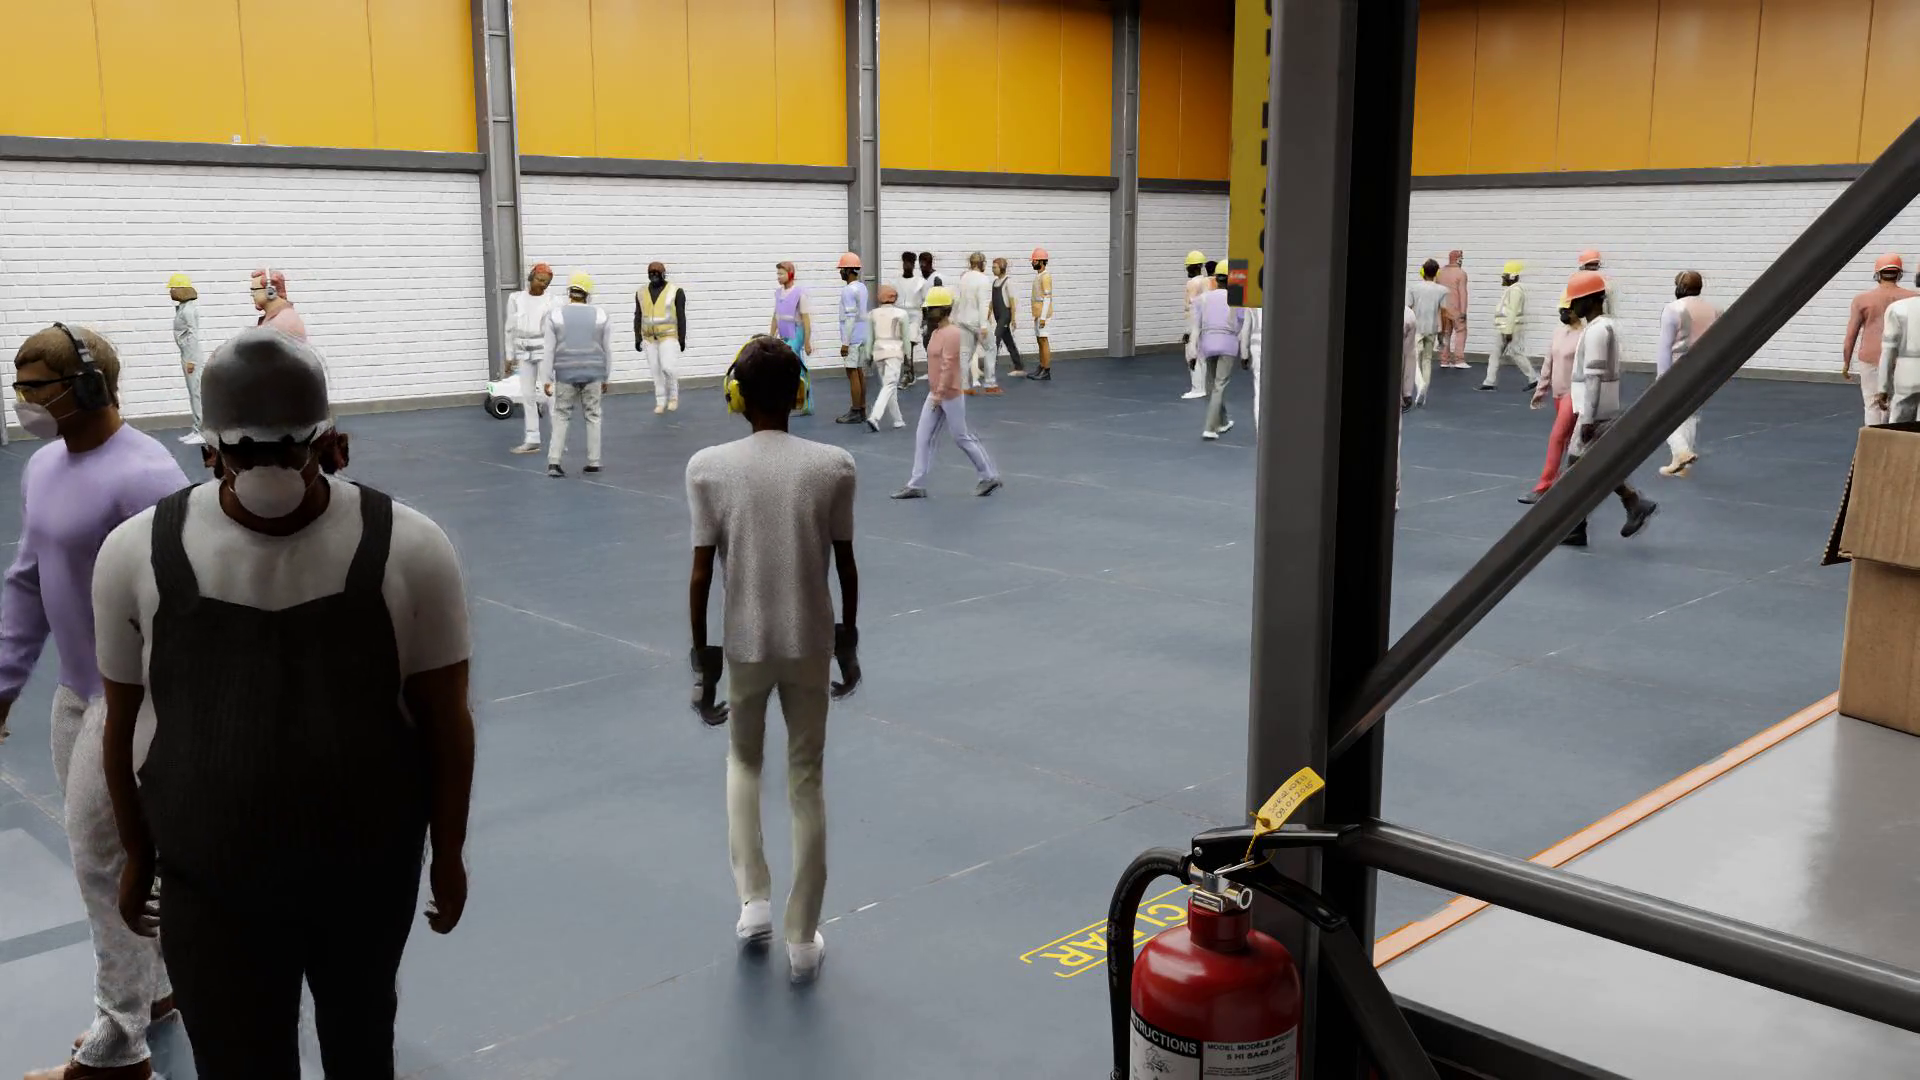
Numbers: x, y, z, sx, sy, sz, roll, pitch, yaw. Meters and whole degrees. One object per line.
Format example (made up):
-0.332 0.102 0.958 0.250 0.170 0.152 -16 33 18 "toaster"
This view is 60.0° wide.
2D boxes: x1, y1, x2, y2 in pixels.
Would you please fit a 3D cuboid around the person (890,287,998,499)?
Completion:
-0.096 -1.188 13.480 0.869 1.727 0.522 -5 11 -24 "person"

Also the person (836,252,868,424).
-1.239 -2.290 18.912 0.358 1.937 0.549 2 11 13 "person"

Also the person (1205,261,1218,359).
4.298 -3.951 28.629 0.542 1.697 0.320 -1 10 -4 "person"

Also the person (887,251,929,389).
-0.729 -3.099 23.396 0.619 1.918 0.998 2 11 13 "person"

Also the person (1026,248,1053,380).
1.185 -3.335 24.608 0.359 1.939 0.542 -2 11 -8 "person"

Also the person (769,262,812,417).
-2.061 -2.318 19.401 0.842 1.811 0.563 -7 12 -33 "person"

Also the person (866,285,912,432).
-0.810 -1.988 18.196 0.526 1.603 0.825 6 12 30 "person"

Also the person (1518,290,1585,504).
4.912 -1.158 13.343 0.913 1.723 0.526 -2 11 -13 "person"

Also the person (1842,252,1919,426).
8.617 -1.695 15.586 0.649 1.960 0.805 3 11 14 "person"

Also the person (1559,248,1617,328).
7.239 -2.373 19.244 0.649 1.978 0.443 -2 11 -9 "person"

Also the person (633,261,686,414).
-3.597 -2.416 19.899 0.634 1.823 0.452 3 11 13 "person"

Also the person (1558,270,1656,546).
4.393 -0.886 11.355 0.639 1.902 0.559 4 11 22 "person"

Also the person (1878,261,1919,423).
7.494 -1.218 12.906 0.621 1.998 1.009 8 13 36 "person"

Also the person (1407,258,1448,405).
5.812 -2.592 20.807 0.536 1.852 0.704 1 10 5 "person"

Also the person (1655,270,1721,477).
6.370 -1.454 14.646 0.657 1.829 0.433 -4 11 -23 "person"

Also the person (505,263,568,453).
-4.150 -1.773 16.330 0.630 1.857 0.418 3 11 14 "person"

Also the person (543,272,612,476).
-3.376 -1.445 14.715 0.619 1.805 0.403 -3 11 -17 "person"

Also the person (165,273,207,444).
-7.936 -1.859 17.090 0.315 1.743 0.487 -6 12 -29 "person"

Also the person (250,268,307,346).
-4.786 -0.951 11.701 0.402 1.904 0.652 -5 11 -25 "person"

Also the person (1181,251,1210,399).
3.078 -2.810 21.814 0.415 1.921 0.623 5 12 27 "person"

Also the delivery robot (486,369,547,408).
-5.192 -1.763 19.555 0.707 0.478 0.477 -5 11 -24 "delivery robot"

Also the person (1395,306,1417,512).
3.161 -1.147 12.761 0.639 1.911 0.406 1 10 5 "person"

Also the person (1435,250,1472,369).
7.916 -3.692 26.672 0.450 1.901 0.666 -6 12 -29 "person"

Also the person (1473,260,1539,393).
7.513 -2.890 22.578 0.889 1.796 0.598 2 11 11 "person"

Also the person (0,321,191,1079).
-2.199 0.420 4.188 0.640 1.920 0.545 9 14 41 "person"

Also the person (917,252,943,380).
-0.412 -3.276 24.427 0.472 1.886 0.703 -5 11 -24 "person"

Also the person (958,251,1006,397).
0.309 -2.850 22.021 0.754 1.914 0.660 -7 12 -33 "person"

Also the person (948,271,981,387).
0.089 -2.976 23.485 0.508 1.631 0.265 1 10 4 "person"

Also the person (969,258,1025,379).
0.576 -3.307 24.854 0.981 1.788 0.532 -5 11 -24 "person"

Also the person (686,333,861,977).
-0.533 0.337 4.843 0.492 1.852 0.508 -1 10 -4 "person"

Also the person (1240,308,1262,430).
3.218 -1.950 17.369 0.592 1.832 1.015 3 11 14 "person"

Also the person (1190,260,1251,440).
2.767 -2.016 17.588 0.586 1.862 0.999 7 12 32 "person"
